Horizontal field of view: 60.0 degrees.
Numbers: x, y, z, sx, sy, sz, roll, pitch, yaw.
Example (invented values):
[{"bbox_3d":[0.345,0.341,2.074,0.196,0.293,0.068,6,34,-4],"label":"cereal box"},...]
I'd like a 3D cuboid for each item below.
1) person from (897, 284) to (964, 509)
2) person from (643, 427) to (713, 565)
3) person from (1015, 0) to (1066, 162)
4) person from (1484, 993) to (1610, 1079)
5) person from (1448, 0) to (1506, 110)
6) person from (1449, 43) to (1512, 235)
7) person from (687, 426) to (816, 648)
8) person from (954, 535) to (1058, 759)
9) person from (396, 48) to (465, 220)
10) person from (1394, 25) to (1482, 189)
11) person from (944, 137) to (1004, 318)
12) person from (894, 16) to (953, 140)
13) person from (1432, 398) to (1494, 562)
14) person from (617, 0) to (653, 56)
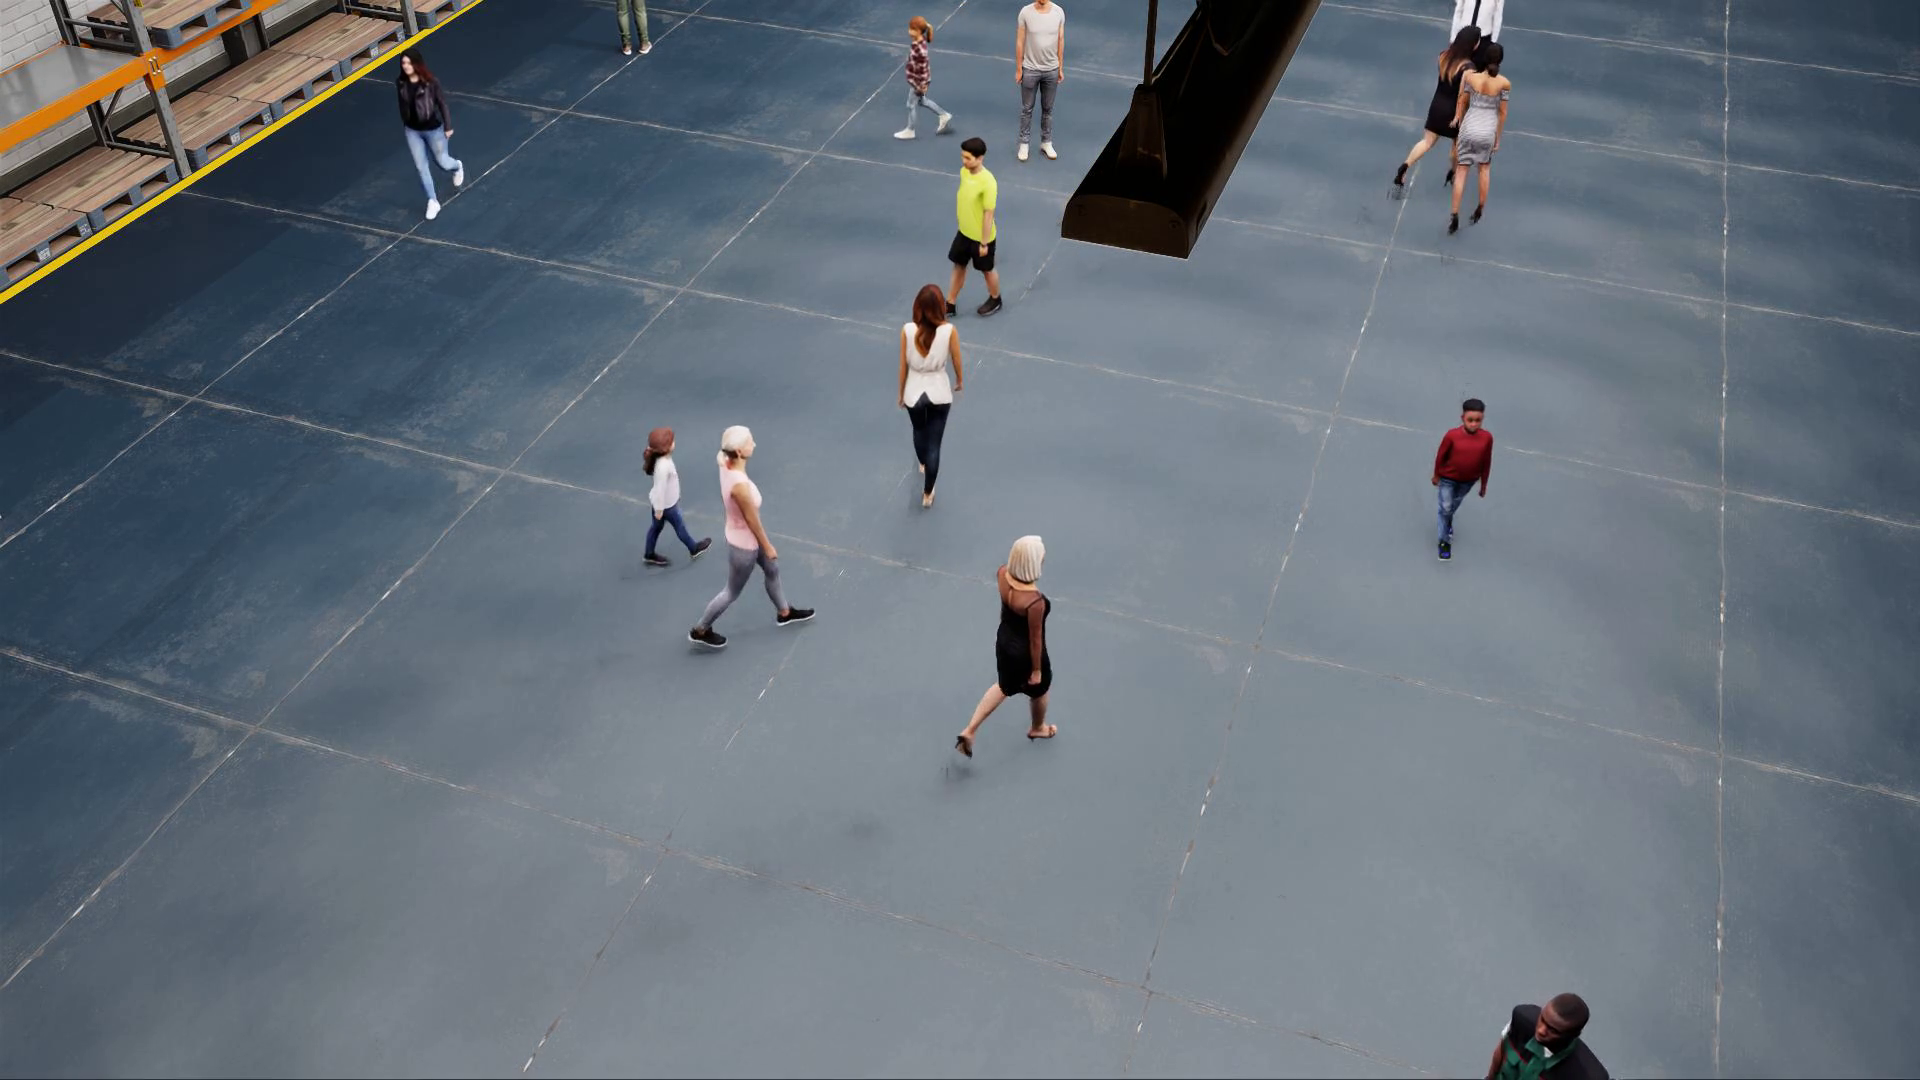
[{"bbox_3d":[-0.240,-0.997,12.174,0.764,1.761,0.966,3,39,3],"label":"person"},{"bbox_3d":[-2.152,-0.279,11.819,0.763,1.081,0.745,-4,39,-5],"label":"person"},{"bbox_3d":[0.807,-4.786,16.808,0.735,1.899,0.737,-6,39,-8],"label":"person"},{"bbox_3d":[2.650,2.622,7.598,1.222,1.816,1.111,-21,43,-24],"label":"person"},{"bbox_3d":[5.349,-5.168,17.337,0.669,1.836,0.578,18,42,22],"label":"person"},{"bbox_3d":[4.806,-3.722,15.553,0.624,1.802,0.784,17,42,20],"label":"person"},{"bbox_3d":[-1.505,0.032,10.943,1.039,1.690,1.106,-10,40,-13],"label":"person"},{"bbox_3d":[0.299,0.691,10.091,1.085,1.722,0.954,-22,44,-25],"label":"person"},{"bbox_3d":[-5.107,-3.952,15.993,0.769,1.614,1.012,5,39,6],"label":"person"},{"bbox_3d":[4.682,-4.147,16.179,1.144,1.685,1.033,-21,43,-24],"label":"person"},{"bbox_3d":[0.196,-2.700,14.371,1.059,1.680,0.935,-25,45,-28],"label":"person"},{"bbox_3d":[-0.366,-4.815,17.333,0.853,1.289,0.886,-6,39,-8],"label":"person"},{"bbox_3d":[3.591,-0.508,11.991,0.675,1.225,0.904,2,39,2],"label":"person"},{"bbox_3d":[-3.800,-6.397,19.023,0.642,1.653,0.657,-6,39,-7],"label":"person"}]
